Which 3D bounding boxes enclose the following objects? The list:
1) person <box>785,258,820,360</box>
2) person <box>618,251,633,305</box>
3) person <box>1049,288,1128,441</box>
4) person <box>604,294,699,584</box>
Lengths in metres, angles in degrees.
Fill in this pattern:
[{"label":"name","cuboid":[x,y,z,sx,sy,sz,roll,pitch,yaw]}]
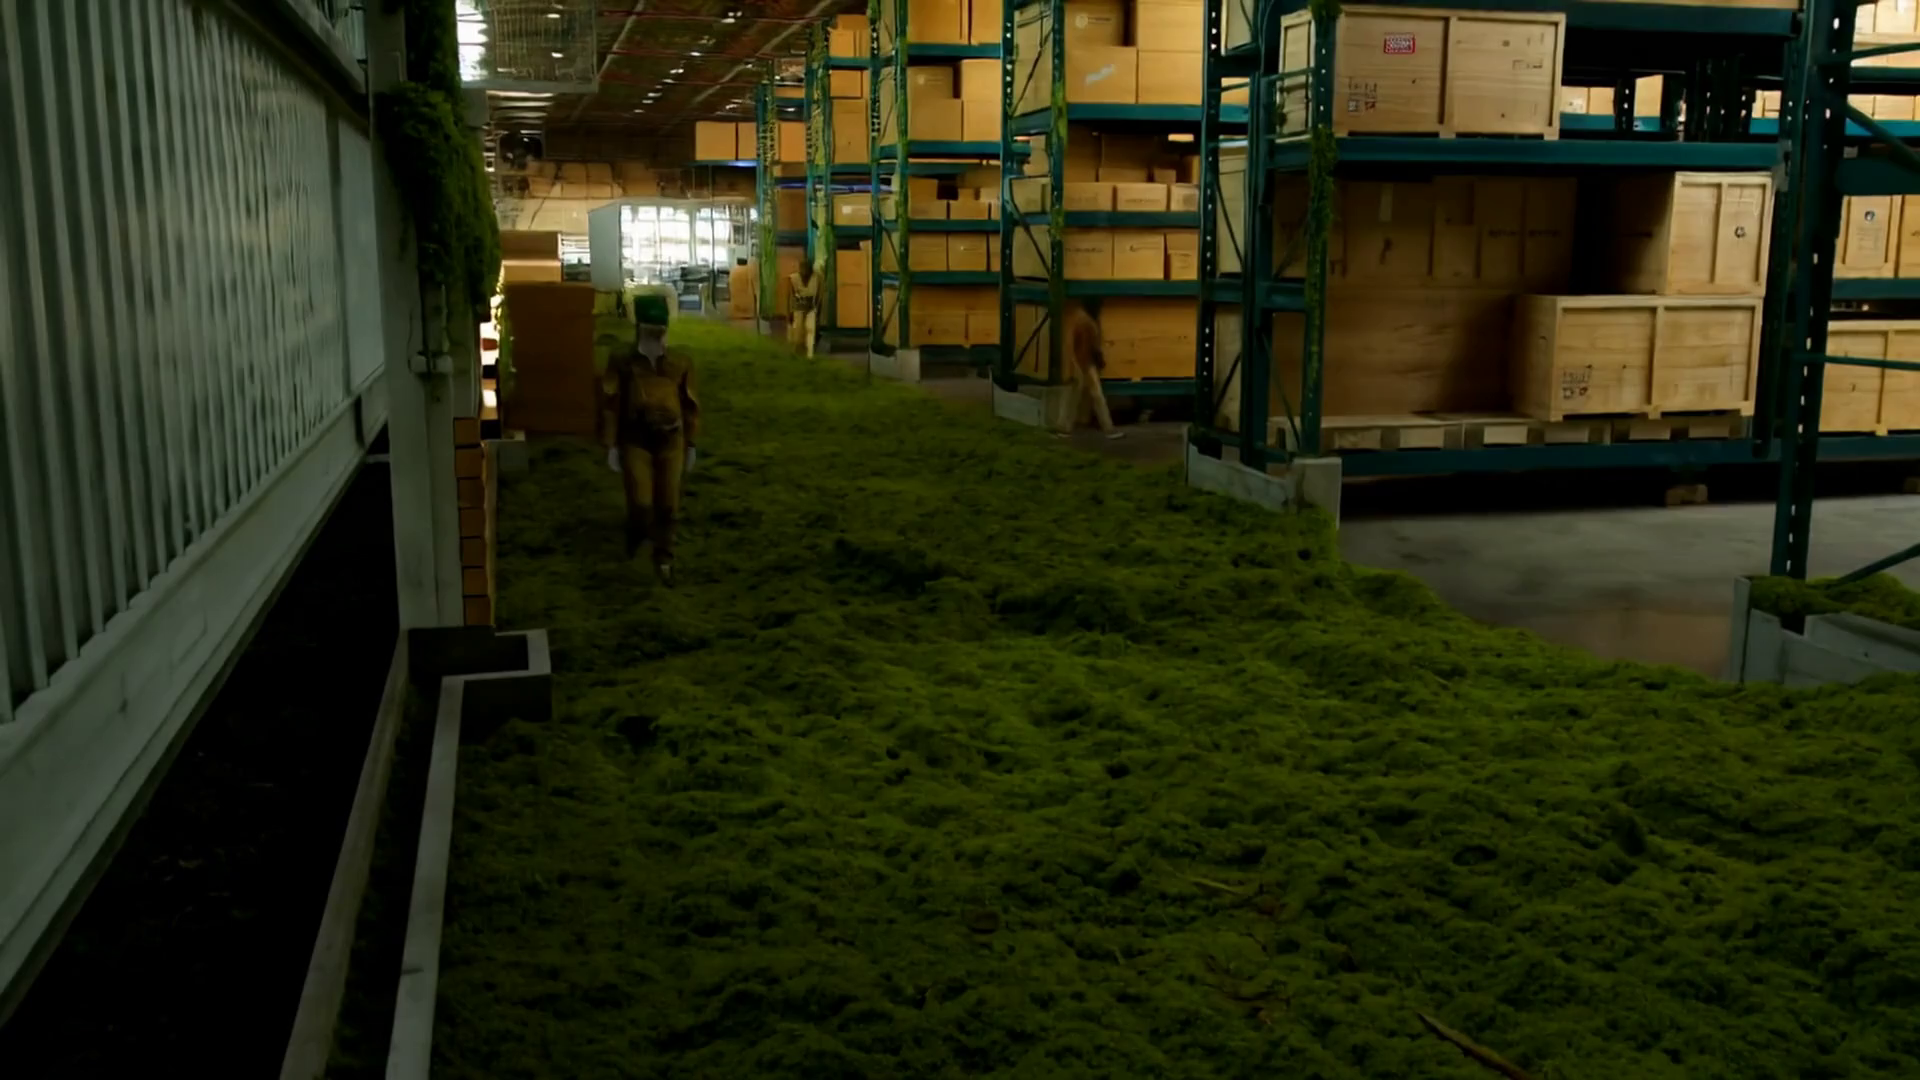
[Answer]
[{"label":"person","cuboid":[-2.832,-4.151,29.860,0.632,1.827,0.671,-3,10,-16]},{"label":"person","cuboid":[-11.555,-9.044,57.510,0.565,1.846,0.390,-7,12,-35]},{"label":"person","cuboid":[1.323,-1.839,17.428,0.865,1.596,0.528,3,10,16]},{"label":"person","cuboid":[-1.869,-0.620,10.098,0.574,1.739,0.523,-2,10,-13]}]
